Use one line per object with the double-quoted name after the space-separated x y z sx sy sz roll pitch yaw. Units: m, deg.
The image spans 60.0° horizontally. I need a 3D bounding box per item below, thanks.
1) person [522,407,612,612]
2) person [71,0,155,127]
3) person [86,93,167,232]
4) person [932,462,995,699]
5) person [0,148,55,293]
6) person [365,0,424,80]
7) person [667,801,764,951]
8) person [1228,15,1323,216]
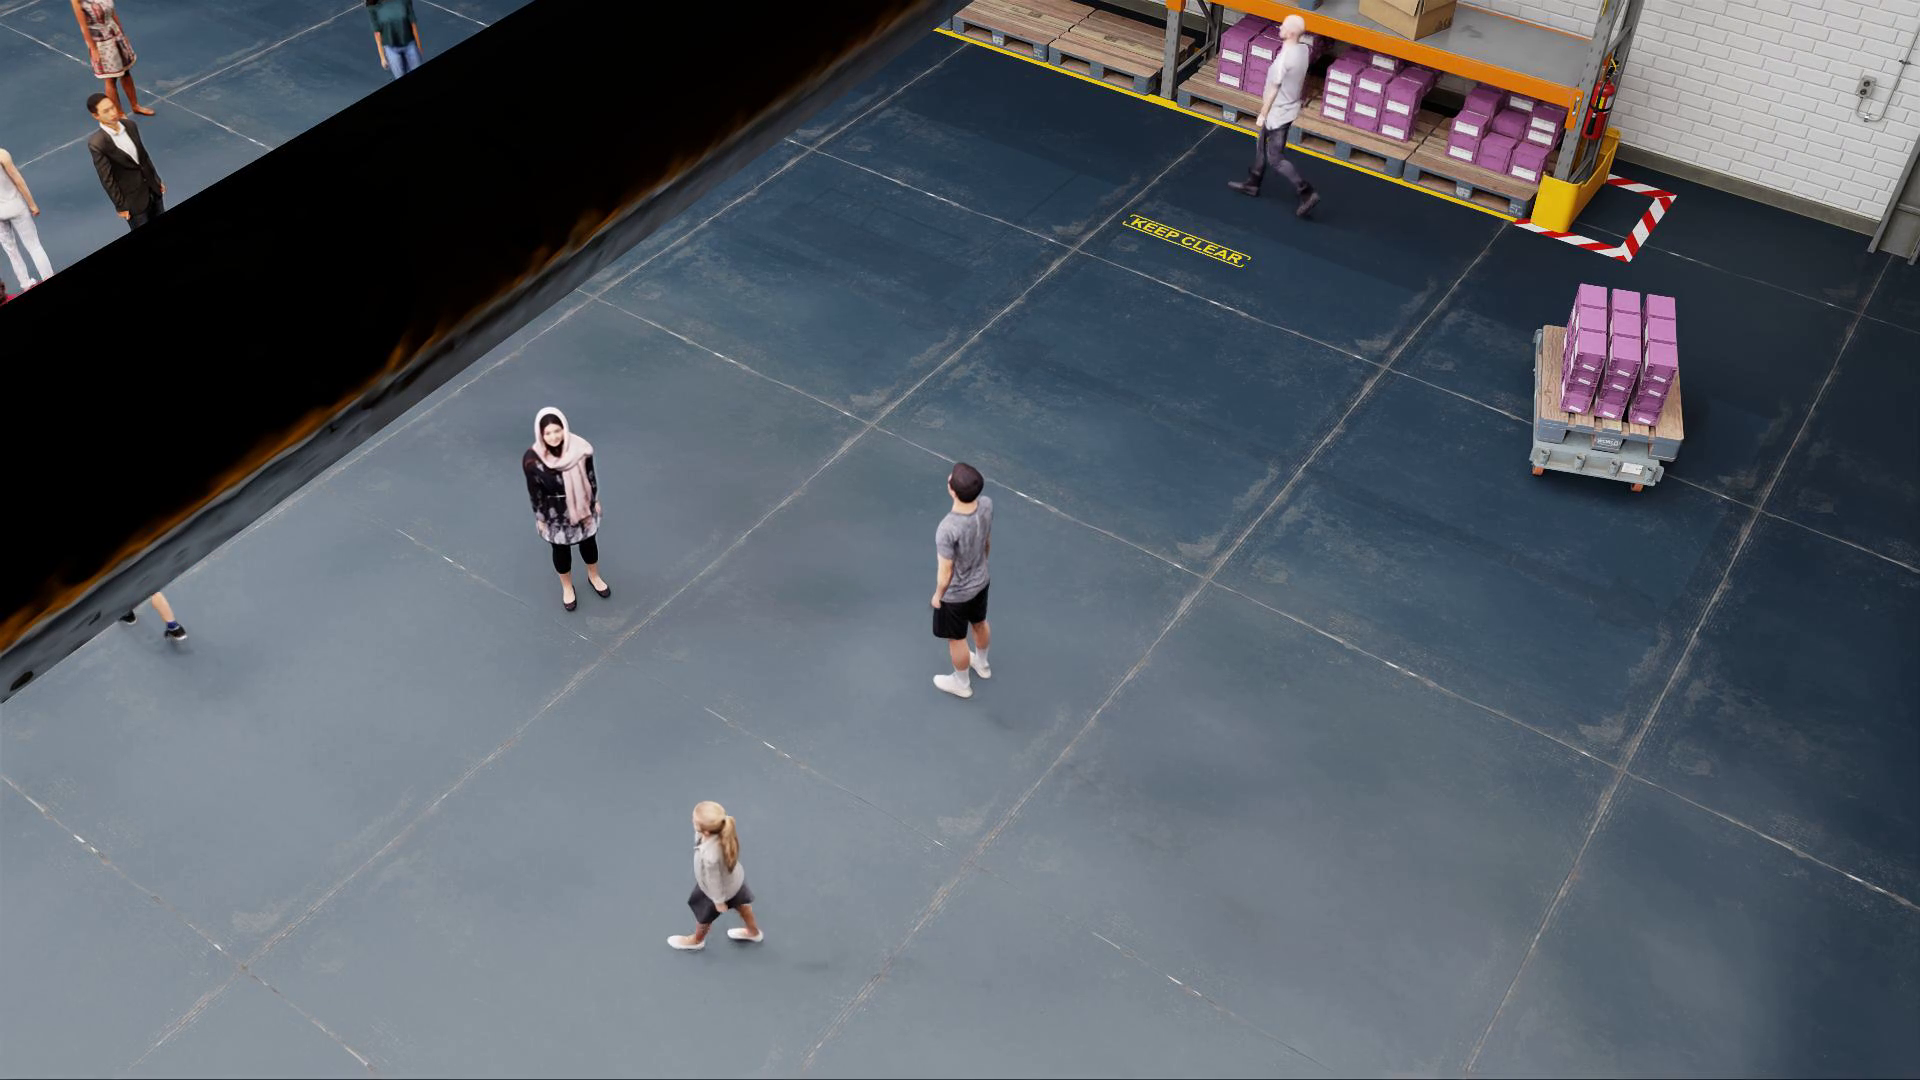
-2.644 -0.234 11.182 0.733 1.638 0.760 -21 48 -21 "person"
-8.202 -4.795 15.967 0.623 1.642 0.702 14 45 14 "person"
-6.871 -2.893 13.852 0.655 1.805 0.734 12 45 13 "person"
0.032 0.264 10.490 0.560 1.871 0.674 31 51 28 "person"
-7.947 -2.772 13.824 0.682 1.669 0.751 -5 44 -5 "person"
-5.385 -4.750 15.946 0.712 1.606 0.757 -16 46 -16 "person"
-1.270 1.890 9.229 0.838 1.256 0.704 6 44 6 "person"
2.913 -3.732 14.733 1.180 1.805 0.731 21 48 21 "person"
